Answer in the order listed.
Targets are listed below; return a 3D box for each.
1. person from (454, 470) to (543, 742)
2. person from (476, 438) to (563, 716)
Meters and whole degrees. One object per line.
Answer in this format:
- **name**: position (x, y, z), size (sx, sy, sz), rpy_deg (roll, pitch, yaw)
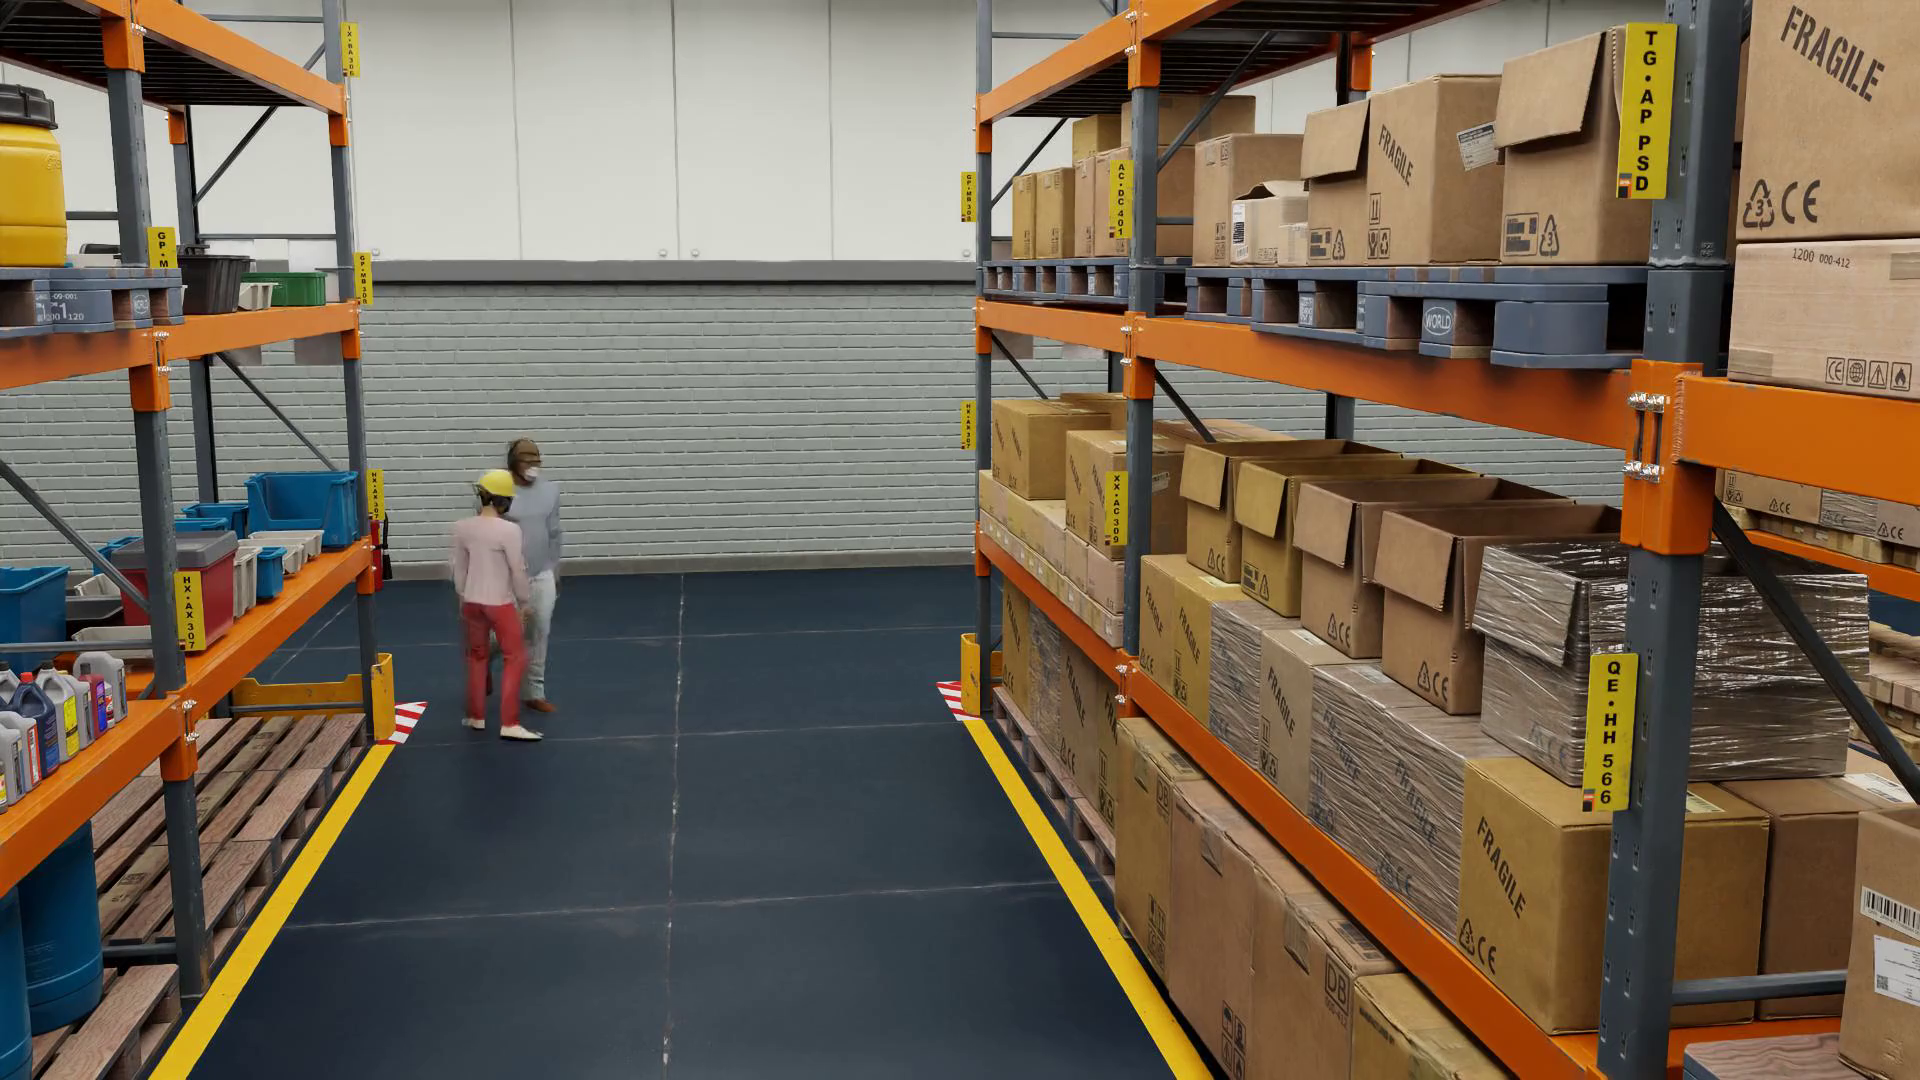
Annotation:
- **person**: position (-3.010, 0.424, 10.812), size (0.807, 1.740, 0.396), rpy_deg (5, 11, 31)
- **person**: position (-3.056, 0.238, 11.442), size (0.684, 1.915, 0.635), rpy_deg (8, 12, 42)
